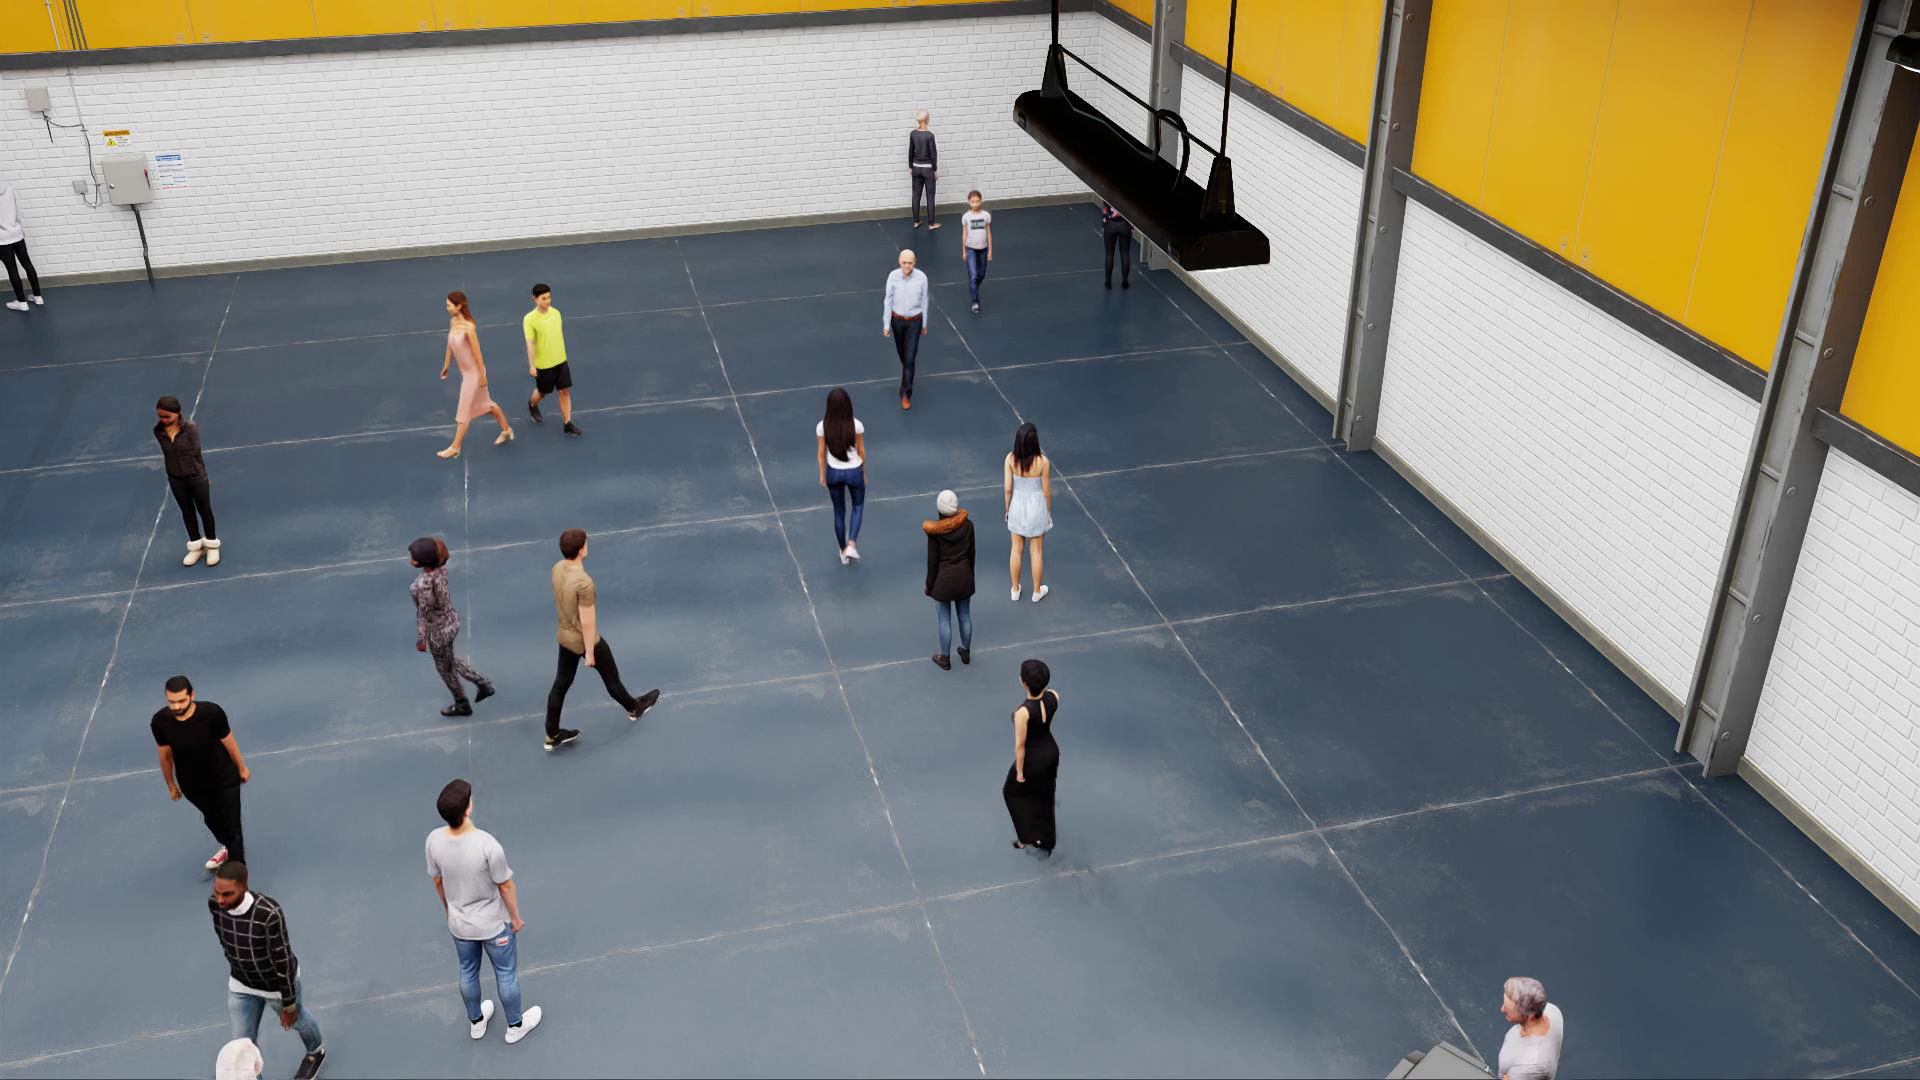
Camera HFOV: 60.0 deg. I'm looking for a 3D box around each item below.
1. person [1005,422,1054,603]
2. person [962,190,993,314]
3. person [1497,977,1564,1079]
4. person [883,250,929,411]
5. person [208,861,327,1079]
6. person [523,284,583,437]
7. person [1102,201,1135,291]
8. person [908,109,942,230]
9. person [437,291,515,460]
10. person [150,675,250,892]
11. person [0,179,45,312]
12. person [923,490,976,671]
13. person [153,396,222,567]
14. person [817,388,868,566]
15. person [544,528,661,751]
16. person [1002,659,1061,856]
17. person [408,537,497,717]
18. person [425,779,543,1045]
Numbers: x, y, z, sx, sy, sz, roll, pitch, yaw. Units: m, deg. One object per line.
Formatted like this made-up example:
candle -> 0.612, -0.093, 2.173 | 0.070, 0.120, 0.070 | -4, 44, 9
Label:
person -> 0.596, -0.250, 14.756 | 0.668, 1.729, 0.674 | 6, 29, 11
person -> 0.207, -3.744, 21.363 | 0.606, 1.536, 0.998 | -4, 29, -7
person -> 3.046, 3.045, 8.680 | 1.208, 1.761, 1.198 | 15, 32, 25
person -> -0.598, -2.442, 18.746 | 0.934, 1.756, 1.341 | 2, 29, 4
person -> -3.982, 2.494, 9.669 | 0.984, 1.784, 1.149 | 8, 30, 14
person -> -4.481, -1.961, 17.940 | 1.144, 1.684, 0.966 | 25, 37, 38
person -> 2.081, -4.129, 21.916 | 0.636, 1.683, 0.604 | 1, 29, 3
person -> -0.531, -5.407, 24.213 | 0.677, 1.726, 0.735 | 15, 32, 26
person -> -5.030, -1.747, 17.451 | 0.911, 1.775, 1.117 | -21, 35, -33
person -> -5.140, 1.591, 11.389 | 0.707, 1.721, 0.997 | -3, 29, -6
person -> -12.160, -3.901, 21.241 | 0.832, 1.927, 0.754 | 13, 31, 23
person -> -0.068, 0.326, 13.798 | 0.658, 1.635, 0.638 | -12, 31, -21
person -> -7.175, -0.593, 15.456 | 0.655, 1.661, 0.603 | -7, 29, -13
person -> -1.061, -0.533, 15.240 | 0.694, 1.761, 0.752 | 1, 29, 1
person -> -2.999, 0.803, 12.752 | 1.155, 1.799, 1.264 | -26, 38, -38
person -> 0.584, 1.566, 11.571 | 0.686, 1.590, 0.711 | -22, 35, -34
person -> -3.981, 0.726, 13.003 | 0.750, 1.694, 0.727 | 3, 29, 6
person -> -2.905, 2.242, 10.020 | 0.756, 1.890, 0.737 | 6, 29, 11
